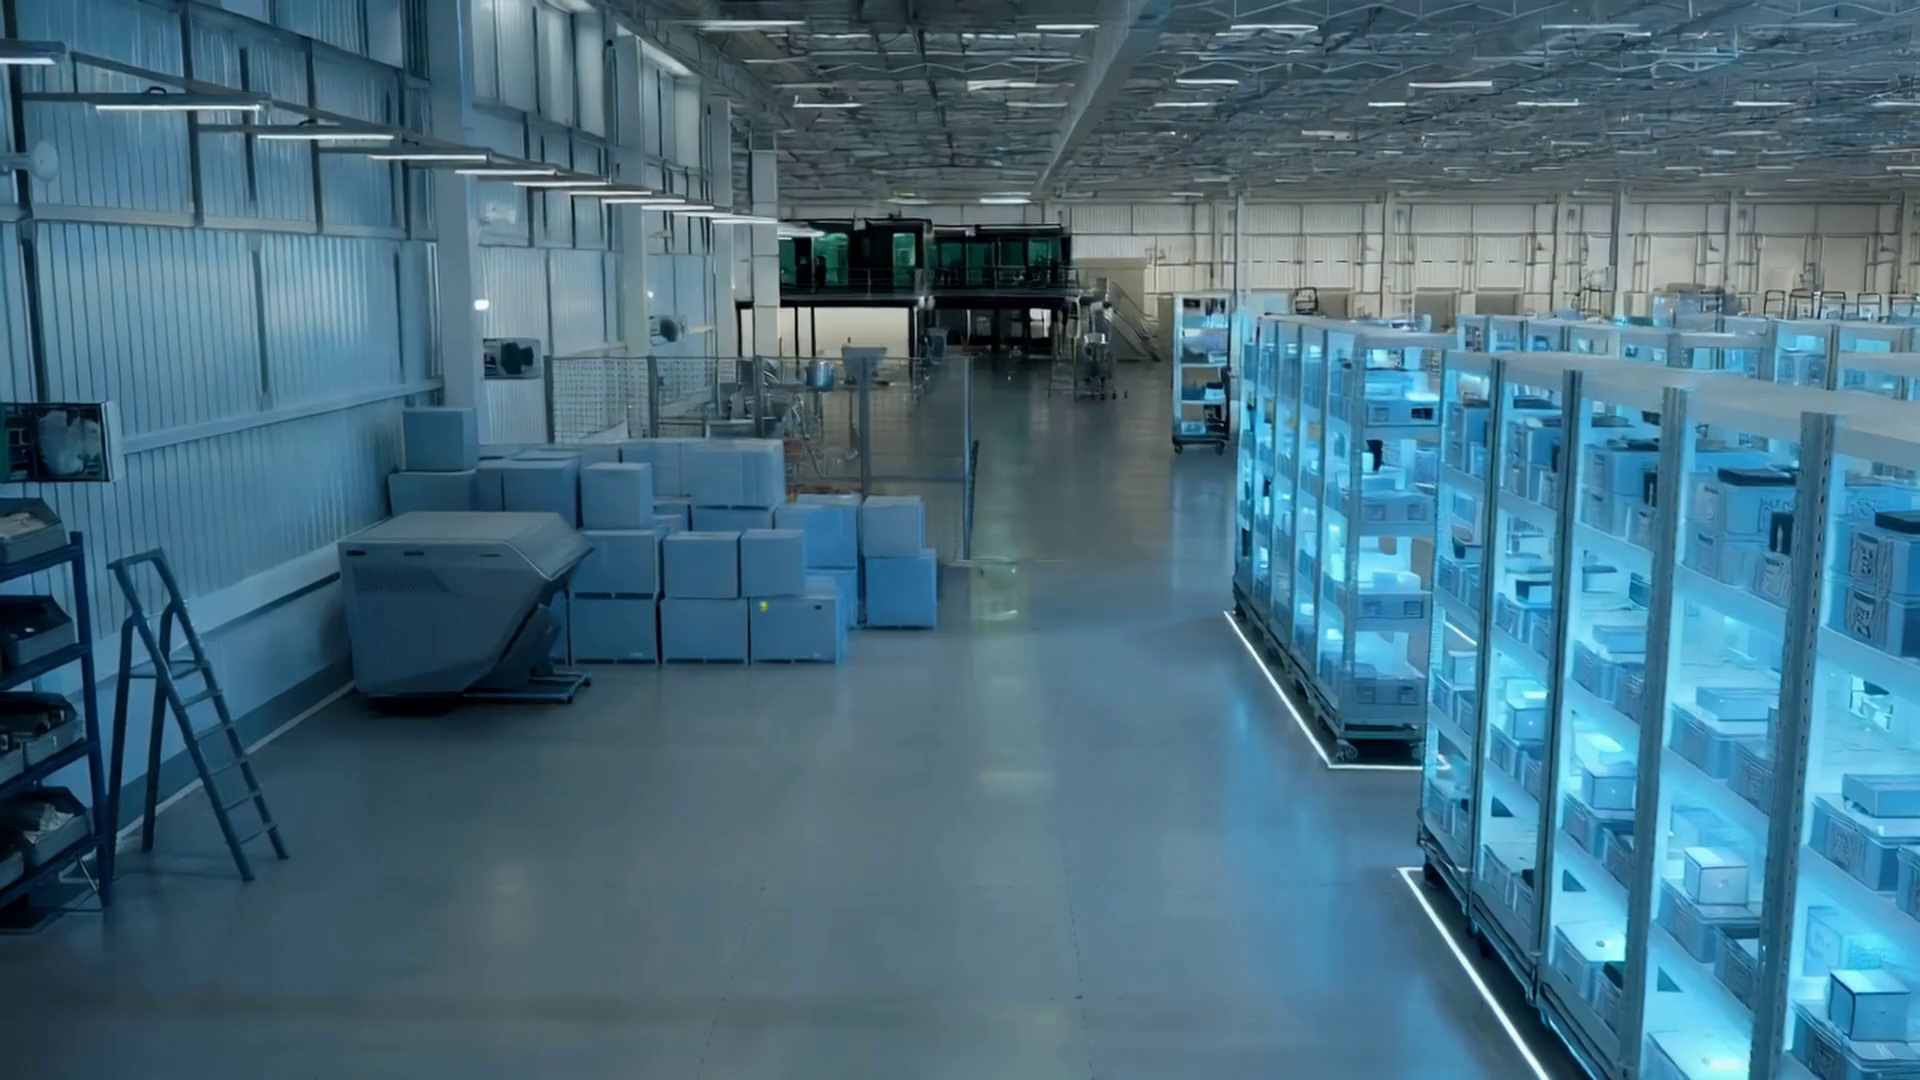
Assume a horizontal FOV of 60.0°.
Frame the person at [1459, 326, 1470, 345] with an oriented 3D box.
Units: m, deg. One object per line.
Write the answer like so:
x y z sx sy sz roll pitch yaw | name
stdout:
24.609 -9.983 81.215 0.574 1.881 0.357 7 11 36 | person

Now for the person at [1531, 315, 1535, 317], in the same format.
29.255 -10.592 85.104 0.533 1.843 0.716 -8 12 -41 | person

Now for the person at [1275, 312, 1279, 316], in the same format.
17.478 -11.623 91.592 0.624 1.811 0.876 -5 10 -27 | person

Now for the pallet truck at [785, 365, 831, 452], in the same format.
-3.774 -2.976 37.635 1.885 1.965 0.823 1 9 5 | pallet truck

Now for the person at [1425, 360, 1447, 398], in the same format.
10.986 -3.160 38.636 0.607 2.044 0.376 0 9 0 | person

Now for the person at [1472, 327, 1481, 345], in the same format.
20.469 -7.509 66.014 0.520 1.865 0.332 -7 12 -38 | person

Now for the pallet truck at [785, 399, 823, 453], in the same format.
-3.814 -2.432 36.419 1.630 1.274 0.653 0 9 1 | pallet truck

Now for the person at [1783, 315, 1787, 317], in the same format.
40.384 -10.060 81.528 0.375 1.936 0.628 -4 10 -24 | person

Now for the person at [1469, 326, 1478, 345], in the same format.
23.840 -9.388 77.495 0.670 1.894 0.614 2 9 11 | person

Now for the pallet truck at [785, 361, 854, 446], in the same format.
-3.410 -3.193 38.978 1.885 1.965 0.823 0 9 -1 | pallet truck

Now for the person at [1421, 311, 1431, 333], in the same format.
26.398 -12.053 94.177 0.639 1.818 0.490 8 12 41 | person

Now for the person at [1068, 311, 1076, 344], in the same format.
6.246 -11.546 90.913 1.012 1.863 0.636 8 12 41 | person

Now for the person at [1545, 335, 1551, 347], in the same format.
22.484 -7.063 63.288 1.028 1.862 0.633 6 11 34 | person

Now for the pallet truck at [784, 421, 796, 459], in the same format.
-4.013 -1.793 32.705 1.601 1.201 0.680 0 9 1 | pallet truck

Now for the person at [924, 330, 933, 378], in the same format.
-1.211 -7.154 63.877 0.343 1.846 0.507 3 10 20 | person

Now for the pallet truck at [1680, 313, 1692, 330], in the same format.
36.315 -10.531 84.244 0.823 1.965 1.885 -6 11 -33 | pallet truck

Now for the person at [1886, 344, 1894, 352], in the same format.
32.954 -6.355 58.856 1.018 1.891 0.563 1 9 9 | person

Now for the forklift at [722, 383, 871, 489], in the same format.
-2.893 -1.687 28.729 2.680 1.987 1.157 0 9 -1 | forklift

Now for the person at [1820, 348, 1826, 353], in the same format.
28.048 -5.415 53.913 0.499 1.597 0.820 0 9 0 | person

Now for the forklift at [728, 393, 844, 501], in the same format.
-2.979 -1.316 26.476 2.680 1.987 1.157 0 9 1 | forklift

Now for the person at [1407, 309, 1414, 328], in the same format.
25.607 -12.176 94.628 0.395 1.921 0.585 7 11 35 | person

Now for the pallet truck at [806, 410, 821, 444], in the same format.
-3.559 -2.018 33.905 1.522 1.261 0.704 0 9 -1 | pallet truck
